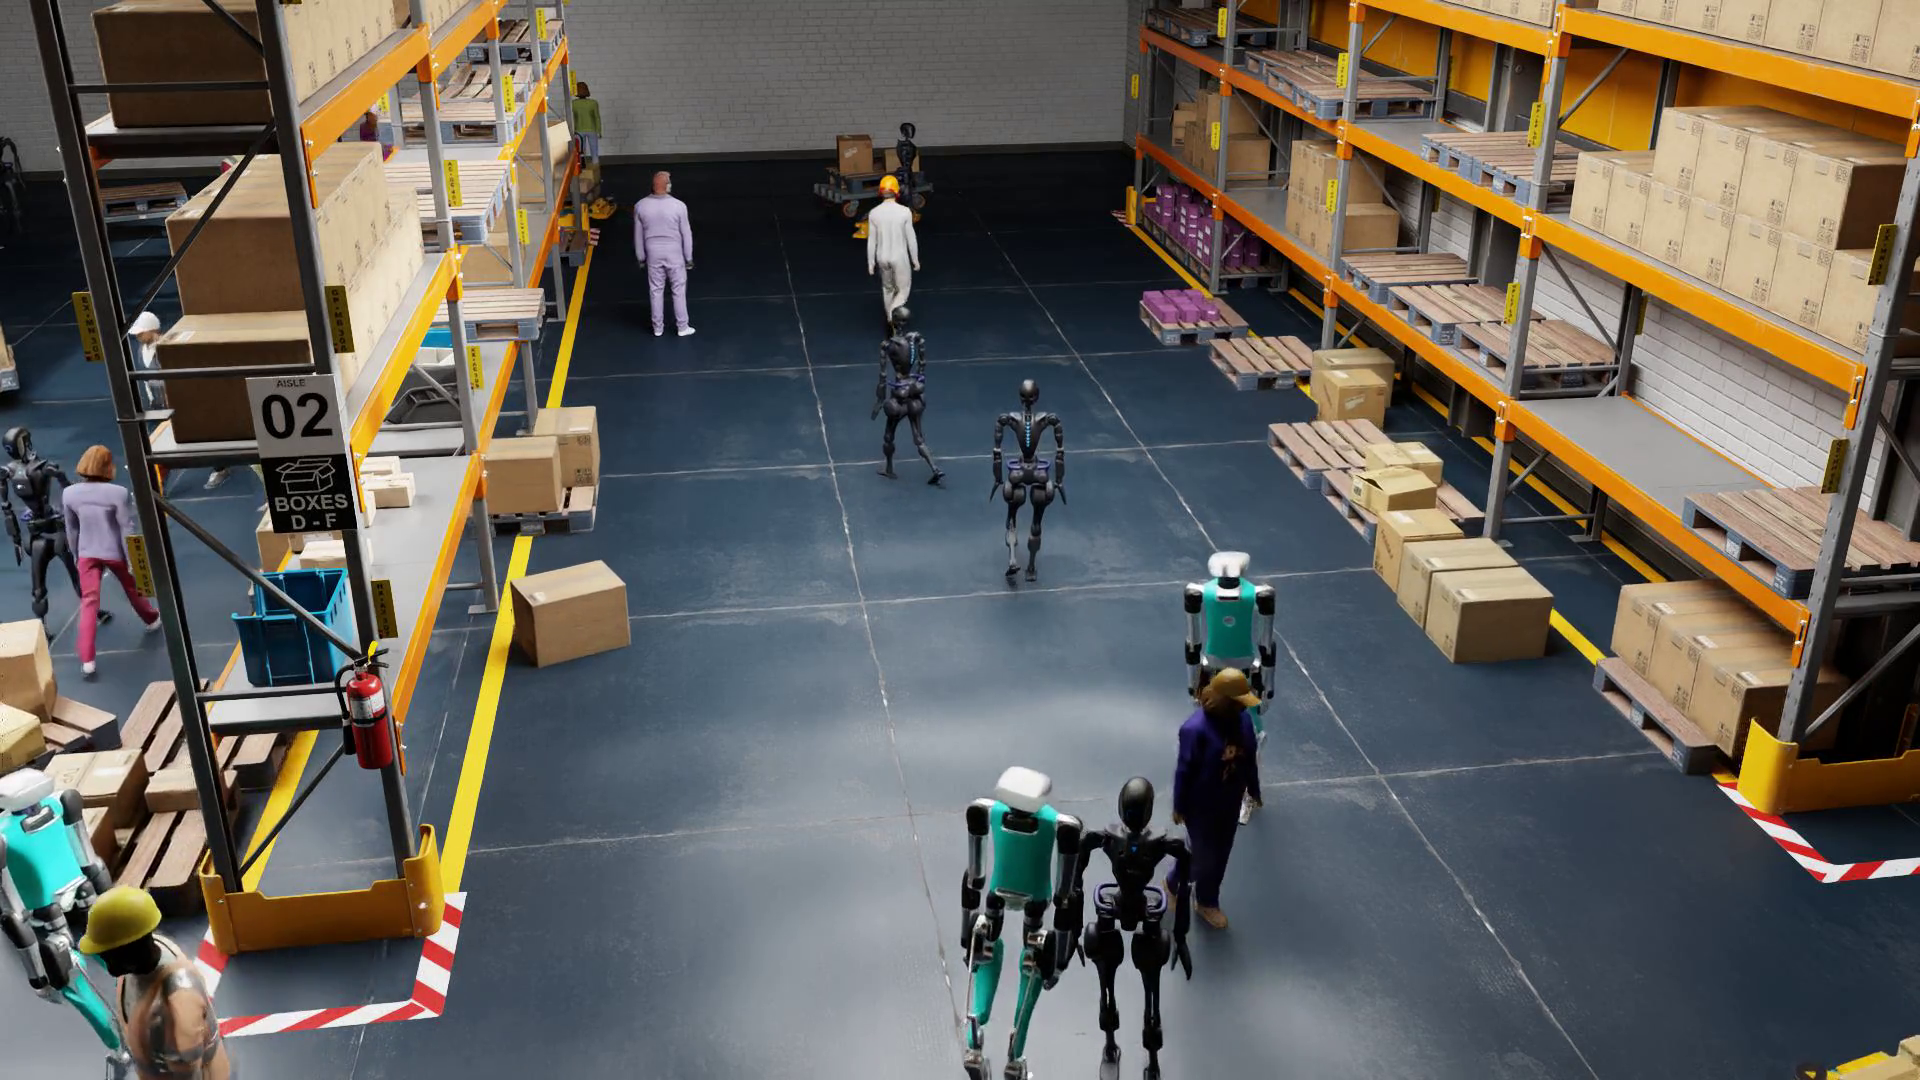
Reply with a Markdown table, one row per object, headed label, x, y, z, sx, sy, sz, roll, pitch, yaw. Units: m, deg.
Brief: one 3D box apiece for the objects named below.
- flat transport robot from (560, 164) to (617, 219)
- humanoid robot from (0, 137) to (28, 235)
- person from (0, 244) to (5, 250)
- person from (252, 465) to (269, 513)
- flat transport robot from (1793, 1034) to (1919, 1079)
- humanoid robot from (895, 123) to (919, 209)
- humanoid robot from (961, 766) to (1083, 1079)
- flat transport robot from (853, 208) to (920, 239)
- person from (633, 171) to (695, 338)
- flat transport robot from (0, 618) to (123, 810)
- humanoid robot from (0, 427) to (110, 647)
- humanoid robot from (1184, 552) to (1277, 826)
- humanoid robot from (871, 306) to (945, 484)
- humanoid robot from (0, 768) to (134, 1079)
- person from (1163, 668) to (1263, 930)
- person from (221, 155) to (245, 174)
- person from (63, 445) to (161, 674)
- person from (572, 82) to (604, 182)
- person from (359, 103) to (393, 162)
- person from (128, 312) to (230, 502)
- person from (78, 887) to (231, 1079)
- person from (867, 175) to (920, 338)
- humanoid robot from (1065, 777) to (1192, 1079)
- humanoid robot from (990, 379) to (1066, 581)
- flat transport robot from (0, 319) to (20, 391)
| label | x | y | z | sx | sy | sz | roll | pitch | yaw |
| --- | --- | --- | --- | --- | --- | --- | --- | --- | --- |
| flat transport robot | -5.960 | -4.999 | 25.066 | 1.431 | 0.231 | 0.659 | 0 | 24 | 1 |
| humanoid robot | -13.713 | -5.207 | 23.804 | 0.609 | 1.635 | 0.450 | -10 | 26 | -21 |
| person | -13.814 | -4.990 | 23.041 | 1.009 | 1.892 | 0.626 | 17 | 29 | 33 |
| person | -5.869 | -0.965 | 14.102 | 0.624 | 1.701 | 0.353 | 13 | 27 | 27 |
| flat transport robot | 4.429 | 2.786 | 7.331 | 0.659 | 0.231 | 1.431 | -9 | 25 | -20 |
| humanoid robot | -0.747 | -5.033 | 23.390 | 0.319 | 1.654 | 0.593 | 2 | 24 | 4 |
| humanoid robot | 0.195 | 1.940 | 7.445 | 0.530 | 1.781 | 0.772 | 8 | 25 | 17 |
| flat transport robot | -1.054 | -4.607 | 24.173 | 0.659 | 0.231 | 1.431 | 5 | 24 | 11 |
| person | -3.379 | -3.270 | 19.104 | 0.675 | 1.899 | 0.401 | 3 | 24 | 6 |
| flat transport robot | -6.042 | 1.478 | 10.310 | 0.659 | 0.231 | 1.431 | 12 | 26 | 26 |
| humanoid robot | -6.593 | -0.035 | 12.046 | 0.611 | 1.636 | 0.606 | 0 | 24 | 1 |
| humanoid robot | 1.648 | 0.768 | 10.146 | 0.576 | 1.795 | 0.921 | 5 | 24 | 11 |
| humanoid robot | -0.472 | -1.282 | 14.891 | 0.722 | 1.642 | 0.590 | 22 | 32 | 40 |
| humanoid robot | -3.841 | 1.900 | 7.541 | 0.907 | 1.771 | 0.545 | 8 | 25 | 17 |
| person | 1.356 | 1.390 | 8.850 | 0.497 | 1.596 | 0.396 | -15 | 28 | -31 |
| person | -9.389 | -4.418 | 21.789 | 0.429 | 1.844 | 0.620 | 6 | 24 | 14 |
| person | -6.101 | 0.105 | 11.851 | 0.509 | 1.539 | 1.012 | 0 | 24 | -1 |
| person | -6.076 | -6.618 | 27.051 | 0.498 | 1.636 | 0.289 | -2 | 24 | -5 |
| person | -8.483 | -5.507 | 24.326 | 0.493 | 1.809 | 0.748 | 18 | 29 | 35 |
| person | -6.939 | -1.184 | 14.589 | 0.723 | 1.701 | 0.932 | 11 | 26 | 23 |
| person | -3.144 | 2.196 | 6.639 | 0.585 | 1.910 | 0.447 | 19 | 30 | 37 |
| person | -0.782 | -3.209 | 19.000 | 0.592 | 1.876 | 0.733 | 6 | 24 | 14 |
| humanoid robot | 0.776 | 1.846 | 7.710 | 0.612 | 1.648 | 0.403 | 2 | 24 | 5 |
| humanoid robot | 0.532 | -0.458 | 12.966 | 0.593 | 1.643 | 0.378 | 1 | 24 | 2 |
| flat transport robot | -10.326 | -1.488 | 17.069 | 0.659 | 0.231 | 1.431 | -13 | 27 | -27 |
